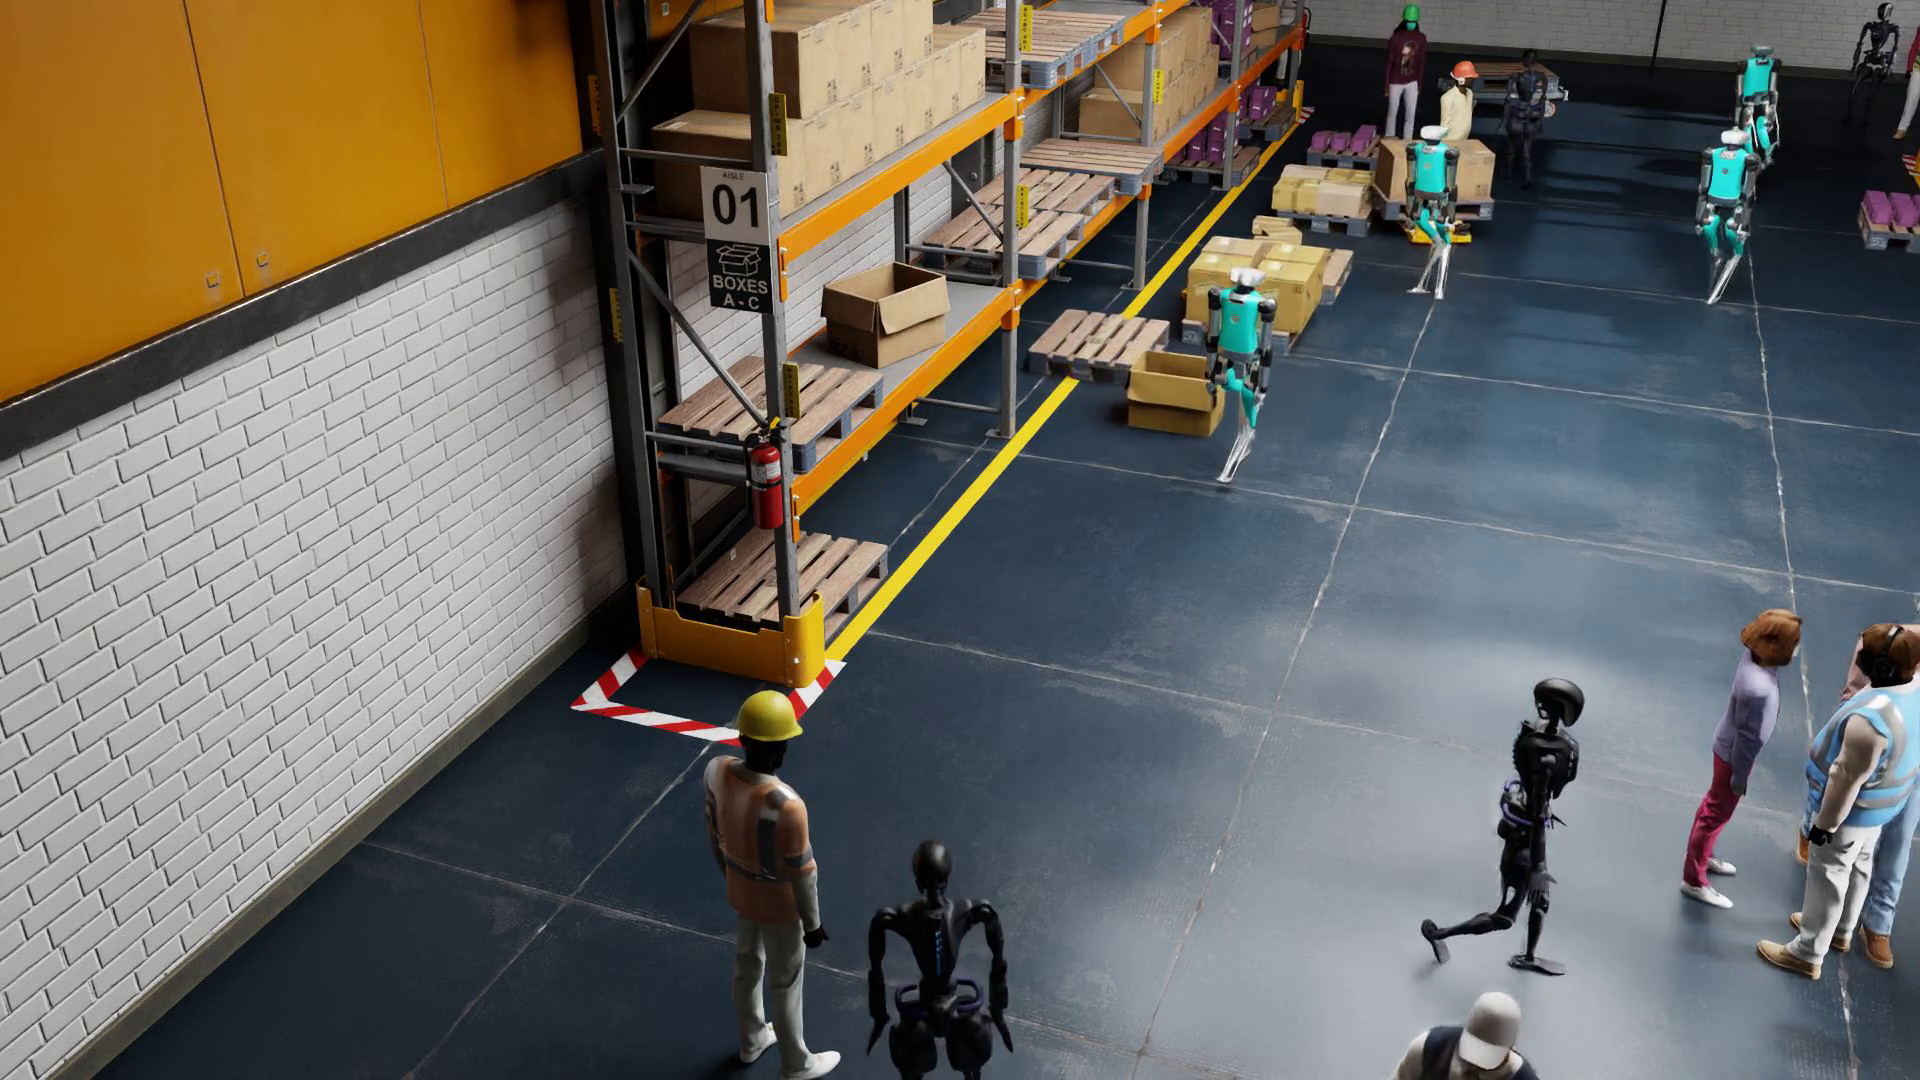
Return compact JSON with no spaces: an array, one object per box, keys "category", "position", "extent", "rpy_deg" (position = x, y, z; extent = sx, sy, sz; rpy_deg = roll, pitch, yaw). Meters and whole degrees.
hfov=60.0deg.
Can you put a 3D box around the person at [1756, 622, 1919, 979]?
[{"category":"person","position":[4.131,1.202,7.715],"extent":[0.627,1.836,0.429],"rpy_deg":[-22,34,-36]}]

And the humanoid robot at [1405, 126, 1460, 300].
[{"category":"humanoid robot","position":[4.710,-3.261,16.432],"extent":[0.545,1.733,0.739],"rpy_deg":[21,34,34]}]

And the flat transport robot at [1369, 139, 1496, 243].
[{"category":"flat transport robot","position":[5.278,-3.660,18.850],"extent":[0.659,0.231,1.431],"rpy_deg":[0,27,0]}]

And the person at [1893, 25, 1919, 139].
[{"category":"person","position":[12.953,-6.260,22.177],"extent":[0.626,1.844,0.429],"rpy_deg":[17,32,30]}]

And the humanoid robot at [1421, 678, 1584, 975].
[{"category":"humanoid robot","position":[2.569,1.316,7.685],"extent":[0.645,1.638,0.598],"rpy_deg":[9,29,17]}]

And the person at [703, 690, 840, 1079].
[{"category":"person","position":[-0.802,1.490,7.064],"extent":[0.584,1.916,0.382],"rpy_deg":[22,35,36]}]

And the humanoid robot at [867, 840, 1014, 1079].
[{"category":"humanoid robot","position":[-0.071,1.924,6.501],"extent":[0.585,1.649,0.447],"rpy_deg":[-3,27,-6]}]

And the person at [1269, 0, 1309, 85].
[{"category":"person","position":[5.014,-7.941,25.335],"extent":[0.626,1.940,0.373],"rpy_deg":[-11,29,-21]}]

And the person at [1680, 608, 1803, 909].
[{"category":"person","position":[3.858,1.053,8.222],"extent":[0.271,1.629,0.497],"rpy_deg":[14,30,24]}]

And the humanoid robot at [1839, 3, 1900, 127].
[{"category":"humanoid robot","position":[12.541,-6.515,22.854],"extent":[0.418,1.652,0.606],"rpy_deg":[-20,33,-33]}]

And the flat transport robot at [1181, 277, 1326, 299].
[{"category":"flat transport robot","position":[2.990,-2.521,16.640],"extent":[1.431,0.231,0.659],"rpy_deg":[-15,31,-26]}]

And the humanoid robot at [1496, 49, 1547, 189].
[{"category":"humanoid robot","position":[6.853,-5.101,20.186],"extent":[0.608,1.626,0.784],"rpy_deg":[-6,28,-12]}]

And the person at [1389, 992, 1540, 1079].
[{"category":"person","position":[1.751,2.223,5.832],"extent":[0.758,1.733,0.697],"rpy_deg":[24,36,39]}]

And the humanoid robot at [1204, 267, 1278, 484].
[{"category":"humanoid robot","position":[2.165,-1.273,12.614],"extent":[0.549,1.739,0.990],"rpy_deg":[17,32,29]}]

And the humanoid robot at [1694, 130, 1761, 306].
[{"category":"humanoid robot","position":[7.532,-3.121,16.294],"extent":[0.544,1.873,0.833],"rpy_deg":[23,35,37]}]

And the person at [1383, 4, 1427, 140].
[{"category":"person","position":[5.691,-5.851,21.302],"extent":[0.527,1.910,0.926],"rpy_deg":[1,27,2]}]

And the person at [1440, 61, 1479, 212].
[{"category":"person","position":[5.659,-4.581,19.011],"extent":[0.327,1.752,0.572],"rpy_deg":[24,36,38]}]

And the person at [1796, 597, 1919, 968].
[{"category":"person","position":[4.489,0.978,8.046],"extent":[0.617,1.943,1.034],"rpy_deg":[6,28,11]}]

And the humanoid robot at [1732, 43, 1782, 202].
[{"category":"humanoid robot","position":[9.502,-4.878,19.709],"extent":[0.552,1.845,0.894],"rpy_deg":[-3,27,-6]}]
